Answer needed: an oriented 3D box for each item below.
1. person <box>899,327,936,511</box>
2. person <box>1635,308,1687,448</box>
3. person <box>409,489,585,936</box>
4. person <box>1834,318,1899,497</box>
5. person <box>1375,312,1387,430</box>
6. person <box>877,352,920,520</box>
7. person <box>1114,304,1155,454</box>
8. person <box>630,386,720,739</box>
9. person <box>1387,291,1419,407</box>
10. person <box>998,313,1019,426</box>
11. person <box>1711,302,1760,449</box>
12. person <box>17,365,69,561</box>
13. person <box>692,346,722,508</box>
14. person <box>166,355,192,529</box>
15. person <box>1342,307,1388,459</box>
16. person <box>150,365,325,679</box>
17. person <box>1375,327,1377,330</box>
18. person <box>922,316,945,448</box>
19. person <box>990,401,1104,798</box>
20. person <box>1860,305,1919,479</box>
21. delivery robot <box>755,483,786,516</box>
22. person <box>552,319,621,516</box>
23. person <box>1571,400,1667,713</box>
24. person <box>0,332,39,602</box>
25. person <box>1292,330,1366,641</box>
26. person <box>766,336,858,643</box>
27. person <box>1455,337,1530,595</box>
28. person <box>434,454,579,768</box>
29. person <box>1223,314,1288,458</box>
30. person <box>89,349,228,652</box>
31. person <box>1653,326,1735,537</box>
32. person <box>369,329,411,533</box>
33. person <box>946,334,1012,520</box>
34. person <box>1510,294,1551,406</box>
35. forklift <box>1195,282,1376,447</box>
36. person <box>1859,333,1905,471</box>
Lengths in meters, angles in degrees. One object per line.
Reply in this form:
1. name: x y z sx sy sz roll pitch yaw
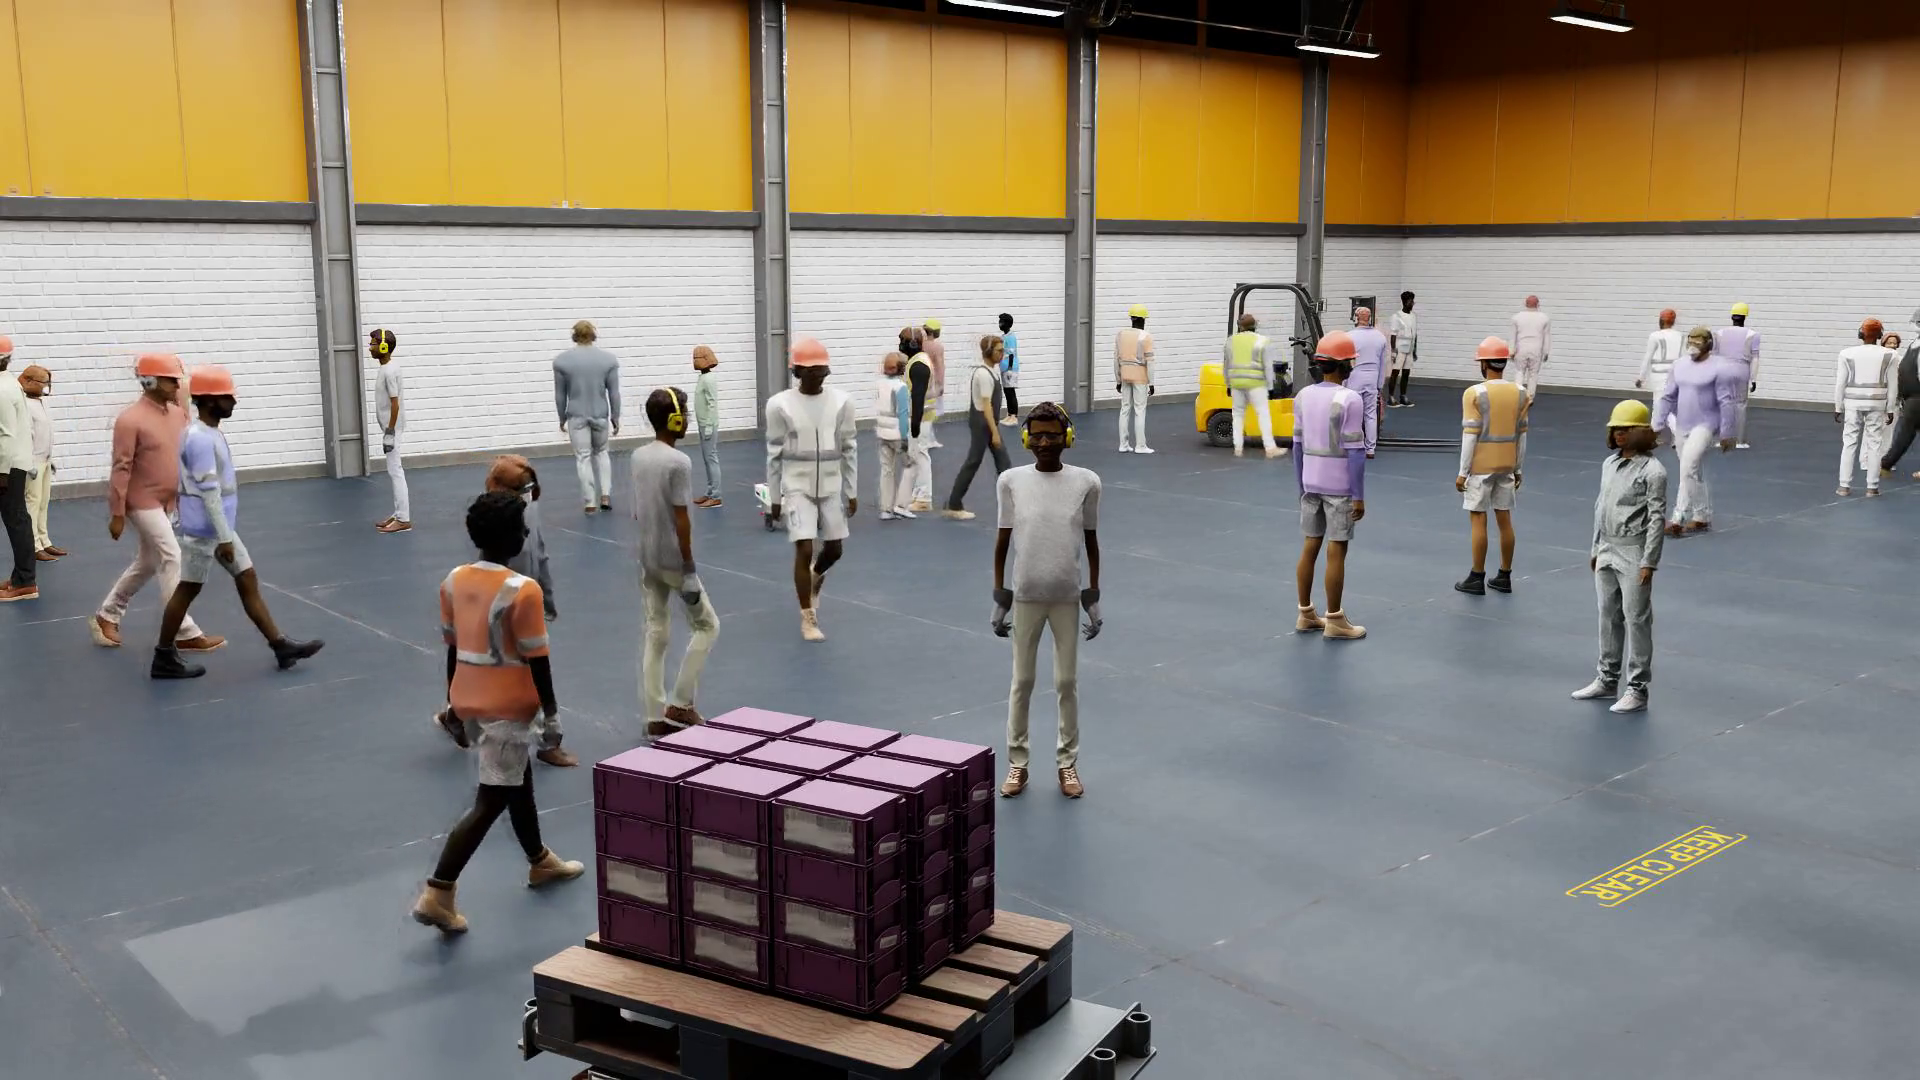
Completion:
1. person: -0.459 -1.209 16.643 0.430 1.835 0.621 -1 10 -8
2. person: 9.412 -2.150 22.102 0.570 1.857 0.899 -4 11 -23
3. person: -1.796 0.636 6.335 0.539 1.663 0.855 8 12 38
4. person: 9.547 -1.392 17.546 0.576 1.884 0.354 5 11 27
5. person: 5.959 -2.475 24.239 0.531 1.765 0.324 -4 10 -20
6. person: -0.593 -0.989 15.939 0.417 1.628 0.525 -7 12 -36
7. person: 2.260 -2.068 21.379 0.594 1.924 0.381 8 13 40
8. person: -1.483 0.125 8.751 0.552 1.853 0.493 9 13 43
9. person: 7.453 -3.196 27.921 0.609 1.956 0.402 -6 11 -31
10. person: 0.714 -2.553 24.916 0.321 1.690 0.536 -2 10 -14
11. person: 10.183 -2.155 21.888 0.589 1.927 0.387 6 12 33
12. person: -7.691 -0.643 13.894 0.285 1.633 0.499 -2 10 -9
13. person: -2.572 -1.145 16.835 0.268 1.632 0.509 -3 10 -16
14. person: -7.325 -0.927 15.542 0.310 1.640 0.514 -9 13 -43
15. person: 5.001 -1.954 20.802 0.645 1.903 0.401 -3 10 -18
16. person: -4.419 -0.100 9.968 1.010 1.882 0.566 -2 10 -14
17. person: 5.650 -2.391 23.351 0.421 1.898 0.693 1 10 3
18. person: -0.426 -2.044 21.771 0.581 1.753 0.531 -9 13 -43
19. person: 0.408 0.282 7.787 0.532 1.870 0.316 0 10 2
20. person: 10.807 -1.702 18.903 0.963 2.000 0.696 3 10 17
21. delivery robot: -1.539 -0.418 15.457 0.707 0.478 0.477 -3 10 -19
22. person: -3.657 -1.197 16.303 0.627 1.919 0.515 -4 10 -20
23. person: 3.711 0.092 9.298 0.338 1.749 0.494 -3 10 -18
24. person: -7.055 -0.550 12.290 0.375 1.997 0.609 -5 11 -26
25. person: 2.462 -0.359 11.022 0.367 2.048 0.609 -6 11 -31
26. person: -1.004 -0.360 11.127 0.611 2.026 0.734 -3 10 -20
27. person: 3.969 -0.554 12.493 0.552 1.933 0.374 -3 10 -17
28. person: -2.294 0.343 8.239 0.754 1.589 0.525 2 10 10
29. person: 3.702 -1.940 20.998 0.823 1.810 0.430 6 12 33
30. person: -5.246 -0.242 10.637 0.909 1.958 0.615 0 10 1
31. person: 6.561 -0.973 15.043 0.911 1.900 0.643 -4 11 -23
32. person: -5.262 -1.003 15.309 0.329 1.873 0.515 -4 10 -20
33. person: 0.310 -1.054 15.842 0.988 1.787 0.534 2 10 12
34. person: 9.633 -3.200 28.127 0.646 1.891 0.448 4 10 21
35. forklift: 4.328 -2.346 22.227 2.313 2.155 1.214 3 10 16
36. person: 10.920 -1.628 19.646 0.523 1.638 0.310 1 10 5
